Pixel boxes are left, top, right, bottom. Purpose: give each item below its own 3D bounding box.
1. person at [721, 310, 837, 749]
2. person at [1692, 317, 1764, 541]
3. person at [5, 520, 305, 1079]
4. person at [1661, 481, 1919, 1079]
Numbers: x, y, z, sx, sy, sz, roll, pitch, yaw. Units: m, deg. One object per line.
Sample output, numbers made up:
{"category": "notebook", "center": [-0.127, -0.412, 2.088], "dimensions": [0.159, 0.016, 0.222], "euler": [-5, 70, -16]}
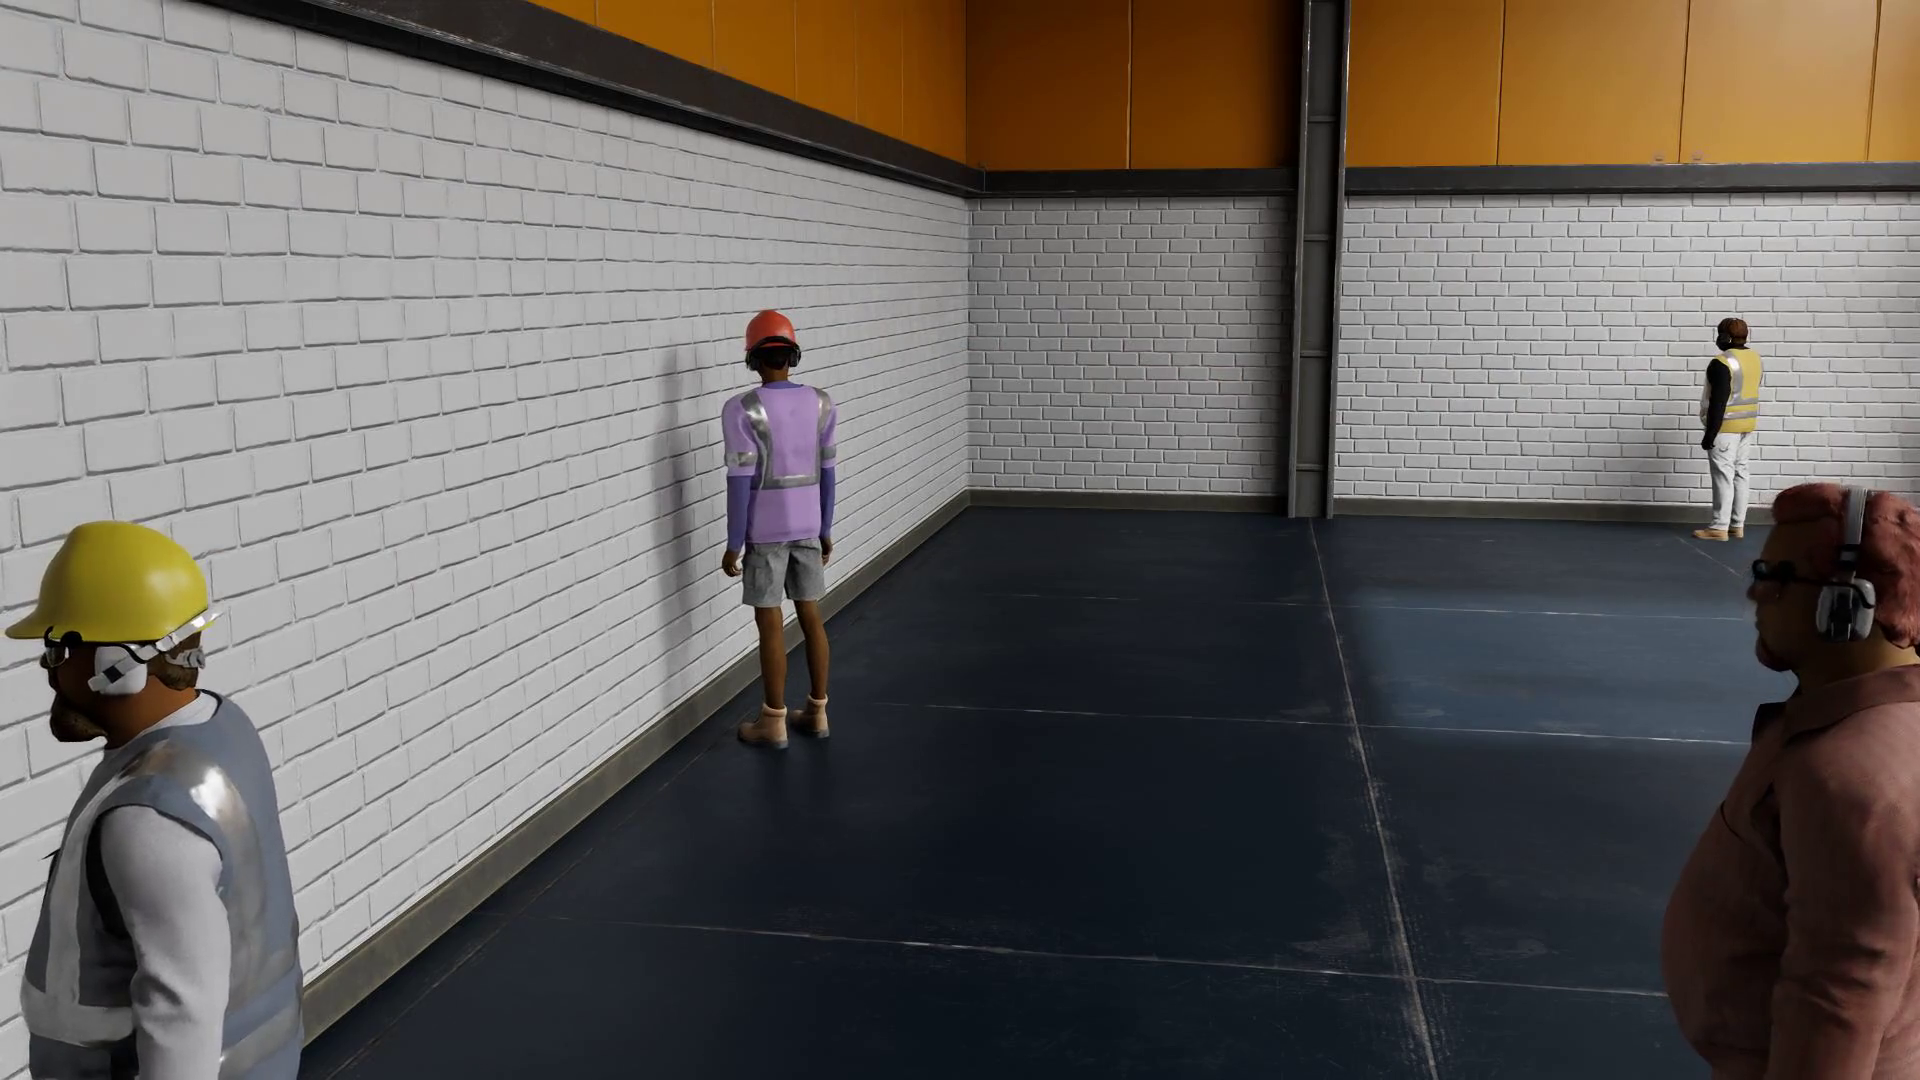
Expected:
{"category": "person", "center": [-0.859, -0.048, 7.787], "dimensions": [0.609, 2.040, 0.395], "euler": [-8, 12, -40]}
{"category": "person", "center": [6.345, -0.913, 13.767], "dimensions": [0.624, 1.845, 0.430], "euler": [-7, 11, -35]}
{"category": "person", "center": [-1.275, 0.875, 2.693], "dimensions": [0.404, 1.834, 0.591], "euler": [-3, 10, -18]}
{"category": "person", "center": [1.294, 0.857, 2.580], "dimensions": [0.411, 1.909, 0.643], "euler": [6, 11, 32]}
